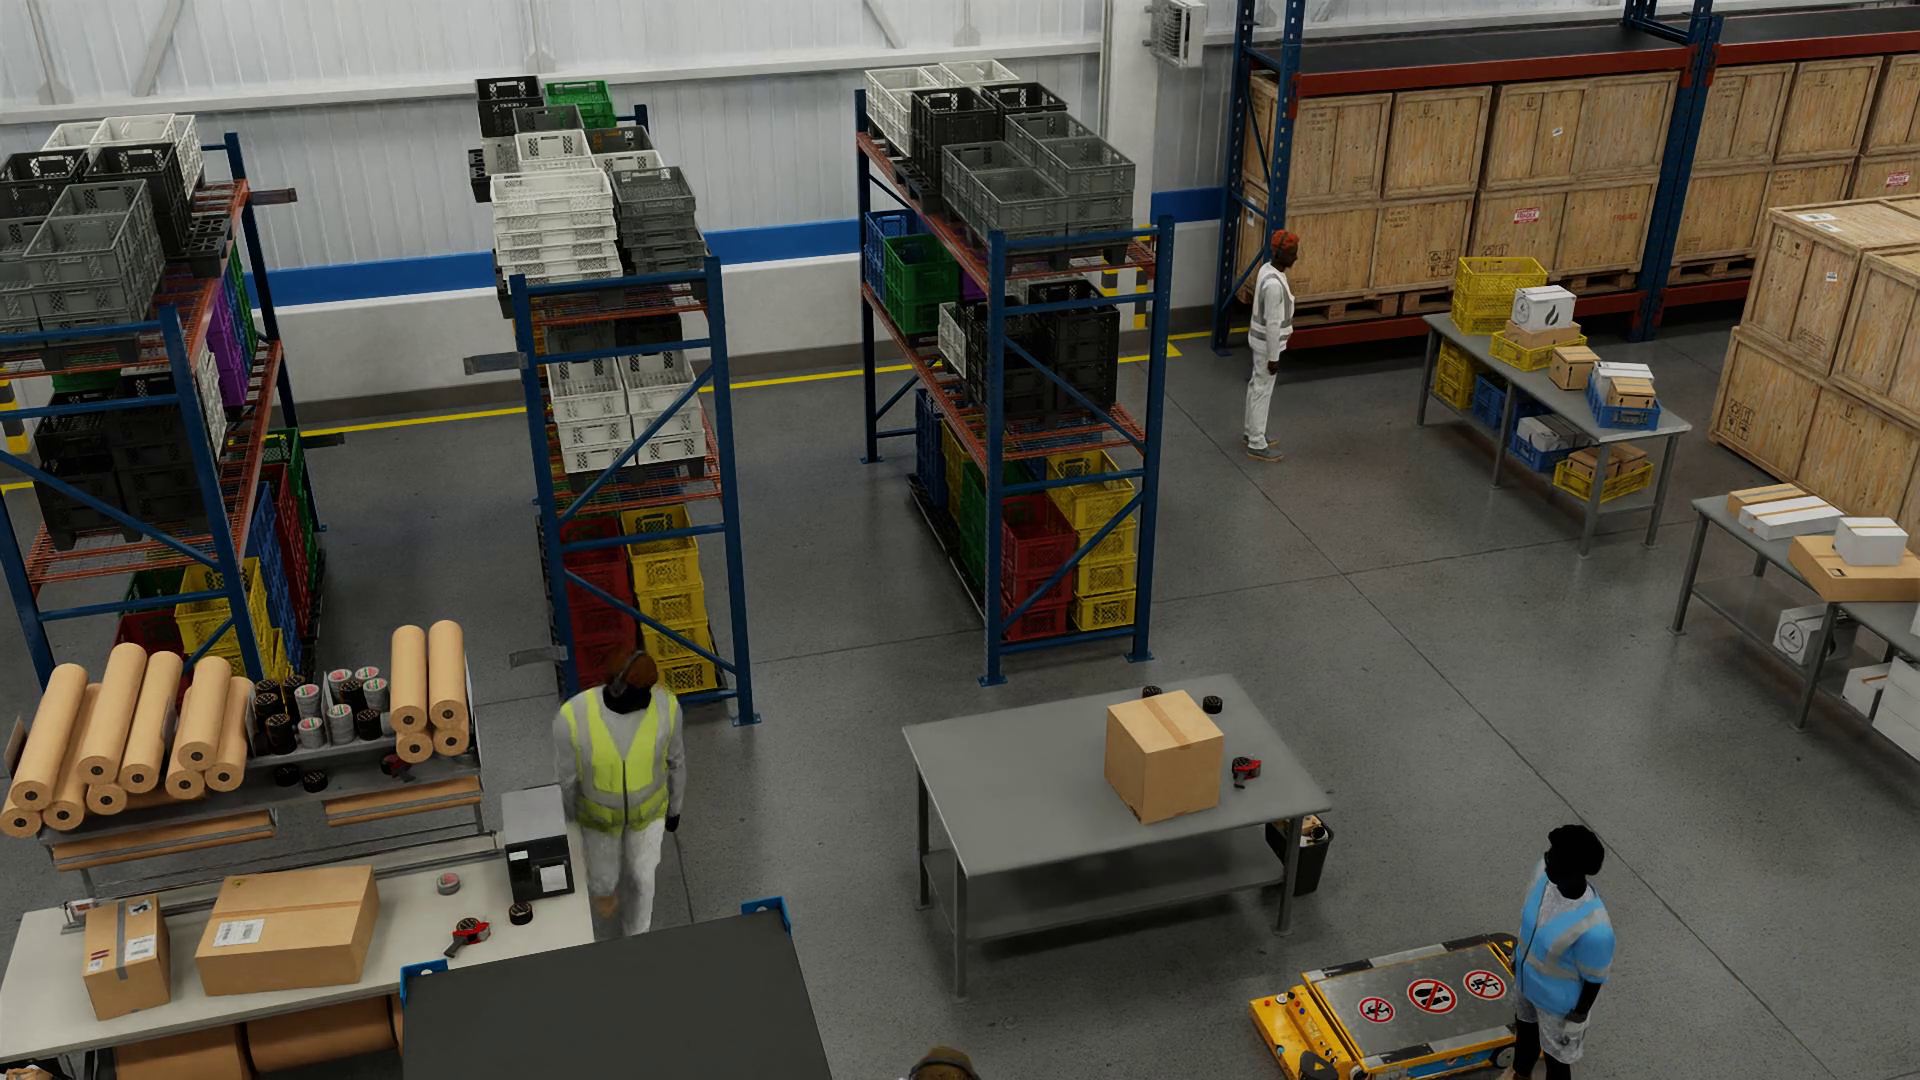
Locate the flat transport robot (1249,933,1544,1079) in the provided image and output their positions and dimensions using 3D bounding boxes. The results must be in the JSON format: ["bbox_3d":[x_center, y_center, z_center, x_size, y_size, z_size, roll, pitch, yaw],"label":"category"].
[{"bbox_3d":[2.184,2.282,7.980,1.431,0.197,0.652,-8,30,-14],"label":"flat transport robot"}]

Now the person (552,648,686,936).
[{"bbox_3d":[-1.653,1.300,8.179,0.652,1.812,0.546,-8,30,-14],"label":"person"}]

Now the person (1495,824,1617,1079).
[{"bbox_3d":[2.540,1.918,7.169,0.317,1.696,0.540,-6,29,-12],"label":"person"}]

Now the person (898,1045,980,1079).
[{"bbox_3d":[-0.074,2.484,5.919,0.673,1.916,0.832,6,29,11],"label":"person"}]

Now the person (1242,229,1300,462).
[{"bbox_3d":[2.482,-1.561,13.311,0.355,1.884,0.572,3,29,5],"label":"person"}]
